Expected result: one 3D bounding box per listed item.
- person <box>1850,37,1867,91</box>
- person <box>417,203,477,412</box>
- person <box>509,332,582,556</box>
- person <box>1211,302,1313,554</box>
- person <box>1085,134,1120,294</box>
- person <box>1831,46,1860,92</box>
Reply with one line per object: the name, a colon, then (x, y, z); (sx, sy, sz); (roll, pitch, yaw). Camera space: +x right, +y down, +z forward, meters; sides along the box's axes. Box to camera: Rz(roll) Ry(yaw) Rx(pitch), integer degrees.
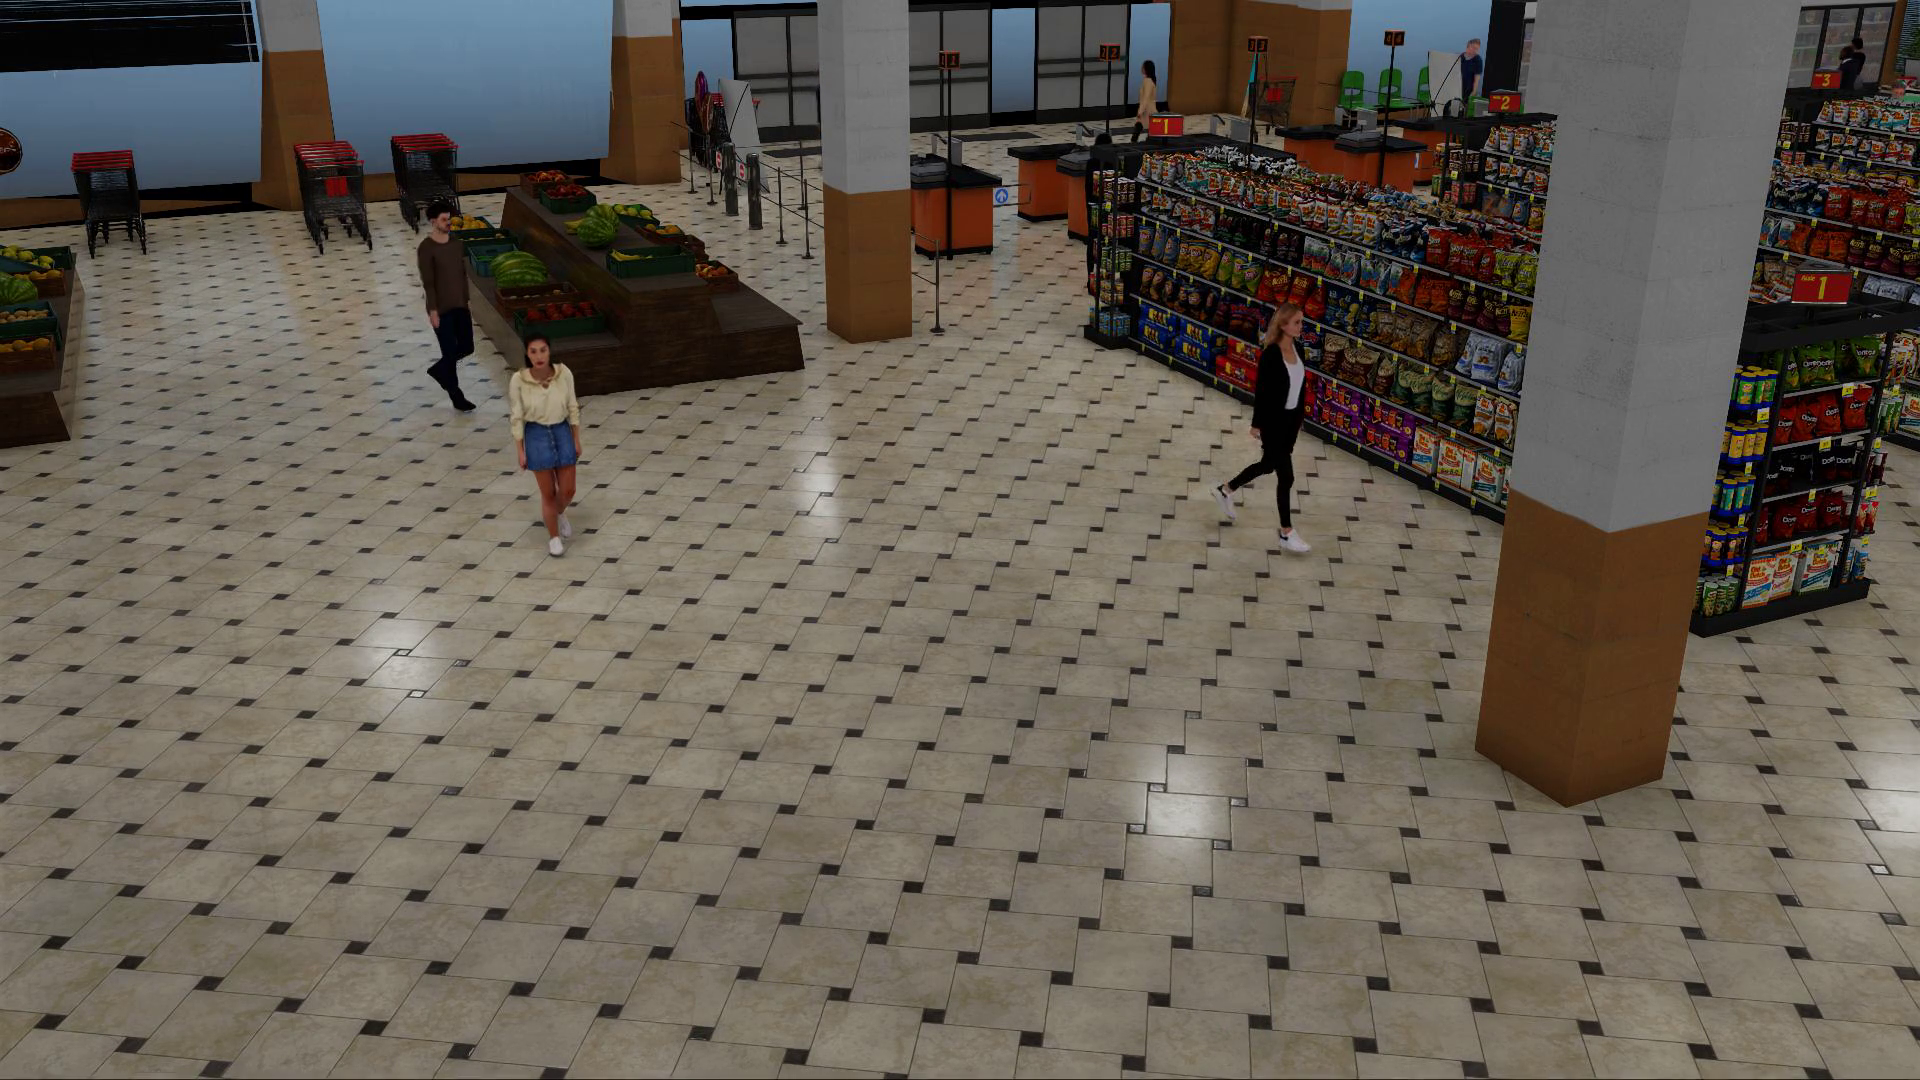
person: (16.501, -8.344, 30.671); (0.738, 1.739, 0.798); (-13, 26, -30)
person: (-4.661, -2.104, 14.960); (1.030, 1.873, 0.930); (13, 25, 29)
person: (-2.929, -0.699, 11.802); (0.645, 1.620, 0.655); (-9, 24, -22)
person: (2.188, -0.824, 11.919); (1.254, 1.767, 0.901); (20, 29, 40)
person: (1.620, -3.716, 19.021); (0.614, 1.836, 0.737); (16, 27, 34)
person: (15.173, -7.512, 28.513); (0.735, 1.804, 1.185); (-12, 25, -27)
